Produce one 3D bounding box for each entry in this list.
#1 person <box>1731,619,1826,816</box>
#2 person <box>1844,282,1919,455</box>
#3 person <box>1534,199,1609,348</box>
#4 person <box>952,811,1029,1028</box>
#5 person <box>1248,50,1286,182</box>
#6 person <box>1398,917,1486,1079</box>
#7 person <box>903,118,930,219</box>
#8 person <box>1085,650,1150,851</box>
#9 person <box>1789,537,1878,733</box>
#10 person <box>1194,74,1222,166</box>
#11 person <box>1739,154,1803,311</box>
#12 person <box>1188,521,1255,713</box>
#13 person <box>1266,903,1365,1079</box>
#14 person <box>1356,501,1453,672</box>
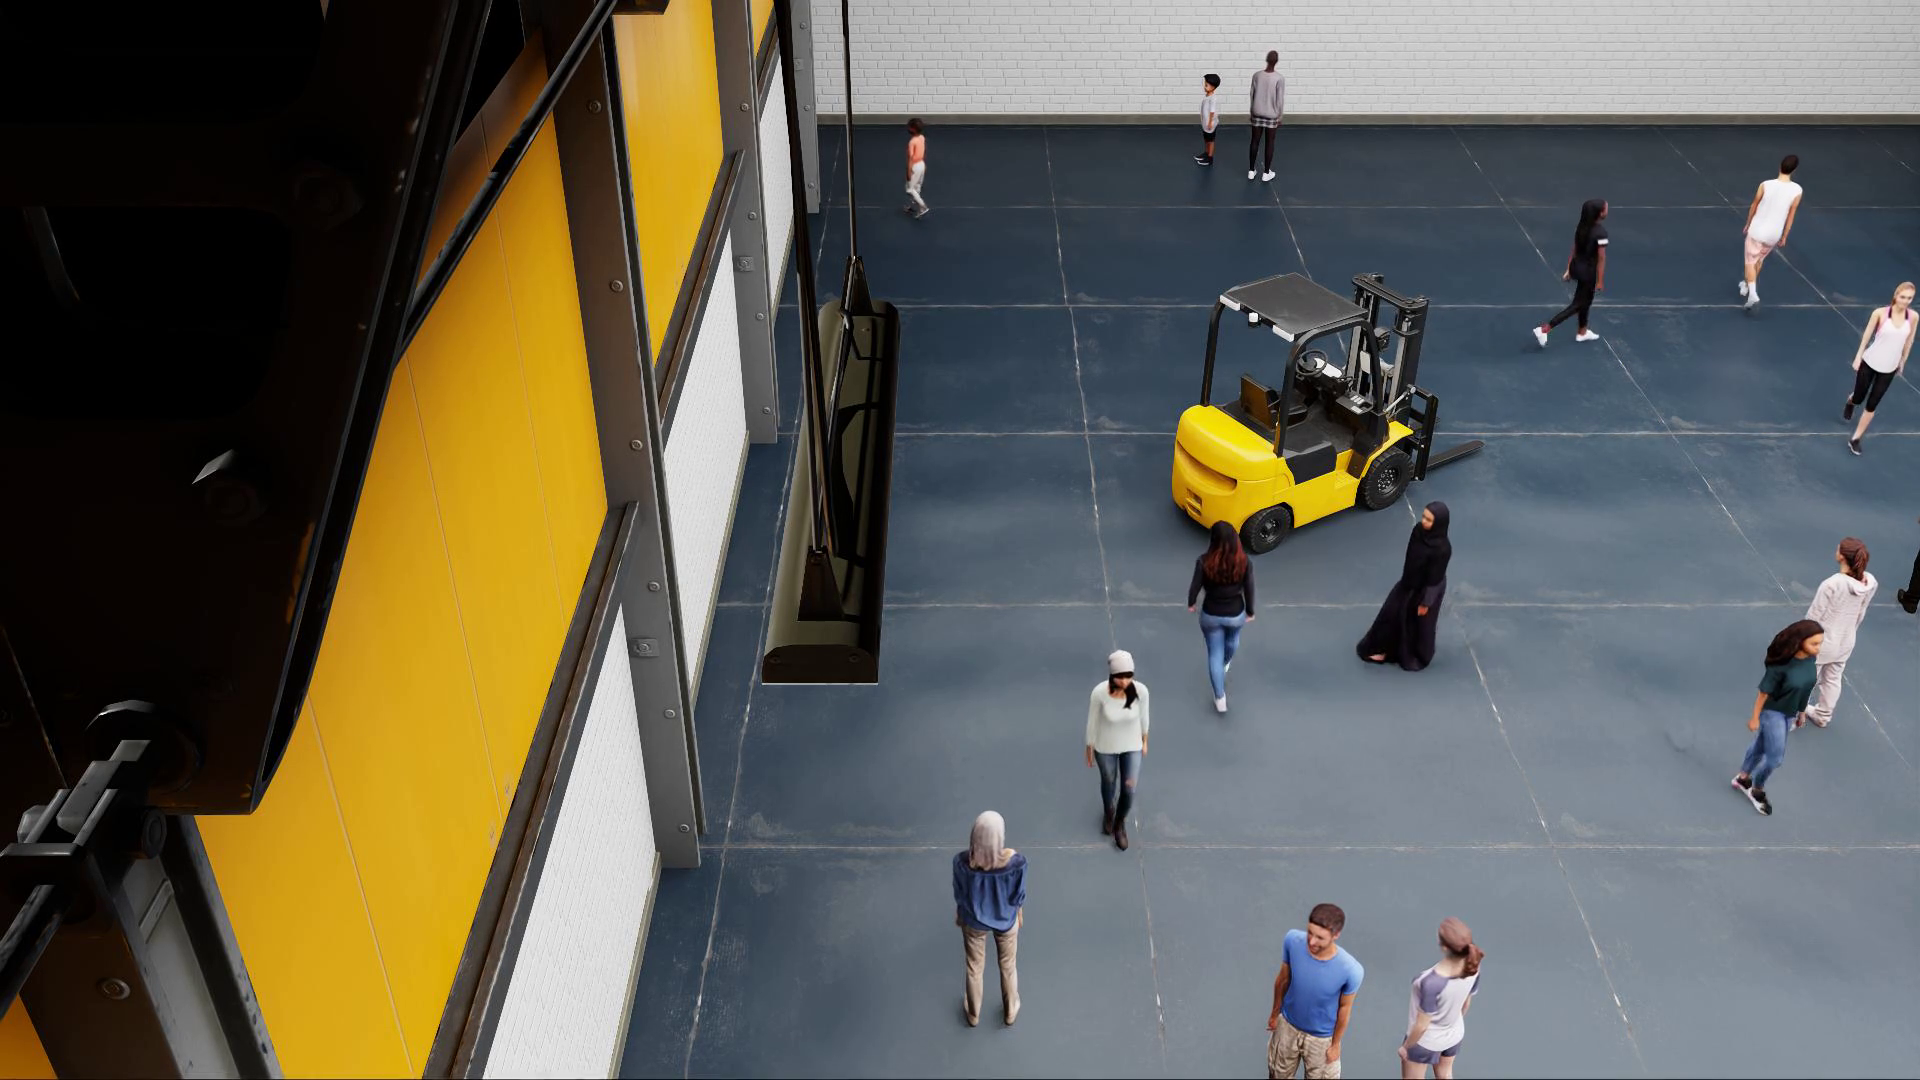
[{"bbox_3d":[5.907,1.205,12.130,0.736,1.609,0.800,-15,36,-21],"label":"person"},{"bbox_3d":[9.061,-1.754,16.434,0.772,1.774,1.015,8,34,12],"label":"person"},{"bbox_3d":[6.755,-2.880,18.193,0.842,1.701,1.110,-7,34,-11],"label":"person"},{"bbox_3d":[0.183,2.356,10.318,0.610,1.698,0.555,-1,34,-2],"label":"person"},{"bbox_3d":[4.114,-5.729,22.418,0.698,1.769,0.688,15,37,22],"label":"person"},{"bbox_3d":[2.722,2.834,9.537,0.670,1.766,0.694,-16,37,-23],"label":"person"},{"bbox_3d":[-0.538,-4.787,21.421,0.761,1.303,0.730,21,39,28],"label":"person"},{"bbox_3d":[1.109,1.409,11.800,0.593,1.636,0.616,0,34,0],"label":"person"},{"bbox_3d":[6.679,0.747,12.751,0.671,1.685,0.630,-6,34,-9],"label":"person"},{"bbox_3d":[3.464,-5.837,23.043,0.579,1.257,0.479,-7,34,-10],"label":"person"},{"bbox_3d":[9.240,-3.498,19.075,0.773,1.753,1.149,5,34,8],"label":"person"},{"bbox_3d":[2.060,0.632,12.998,0.649,1.602,0.966,1,34,2],"label":"person"},{"bbox_3d":[2.007,2.766,9.551,0.738,1.864,0.763,21,39,29],"label":"person"},{"bbox_3d":[3.779,0.359,13.403,0.874,1.610,0.929,-11,35,-16],"label":"person"}]
